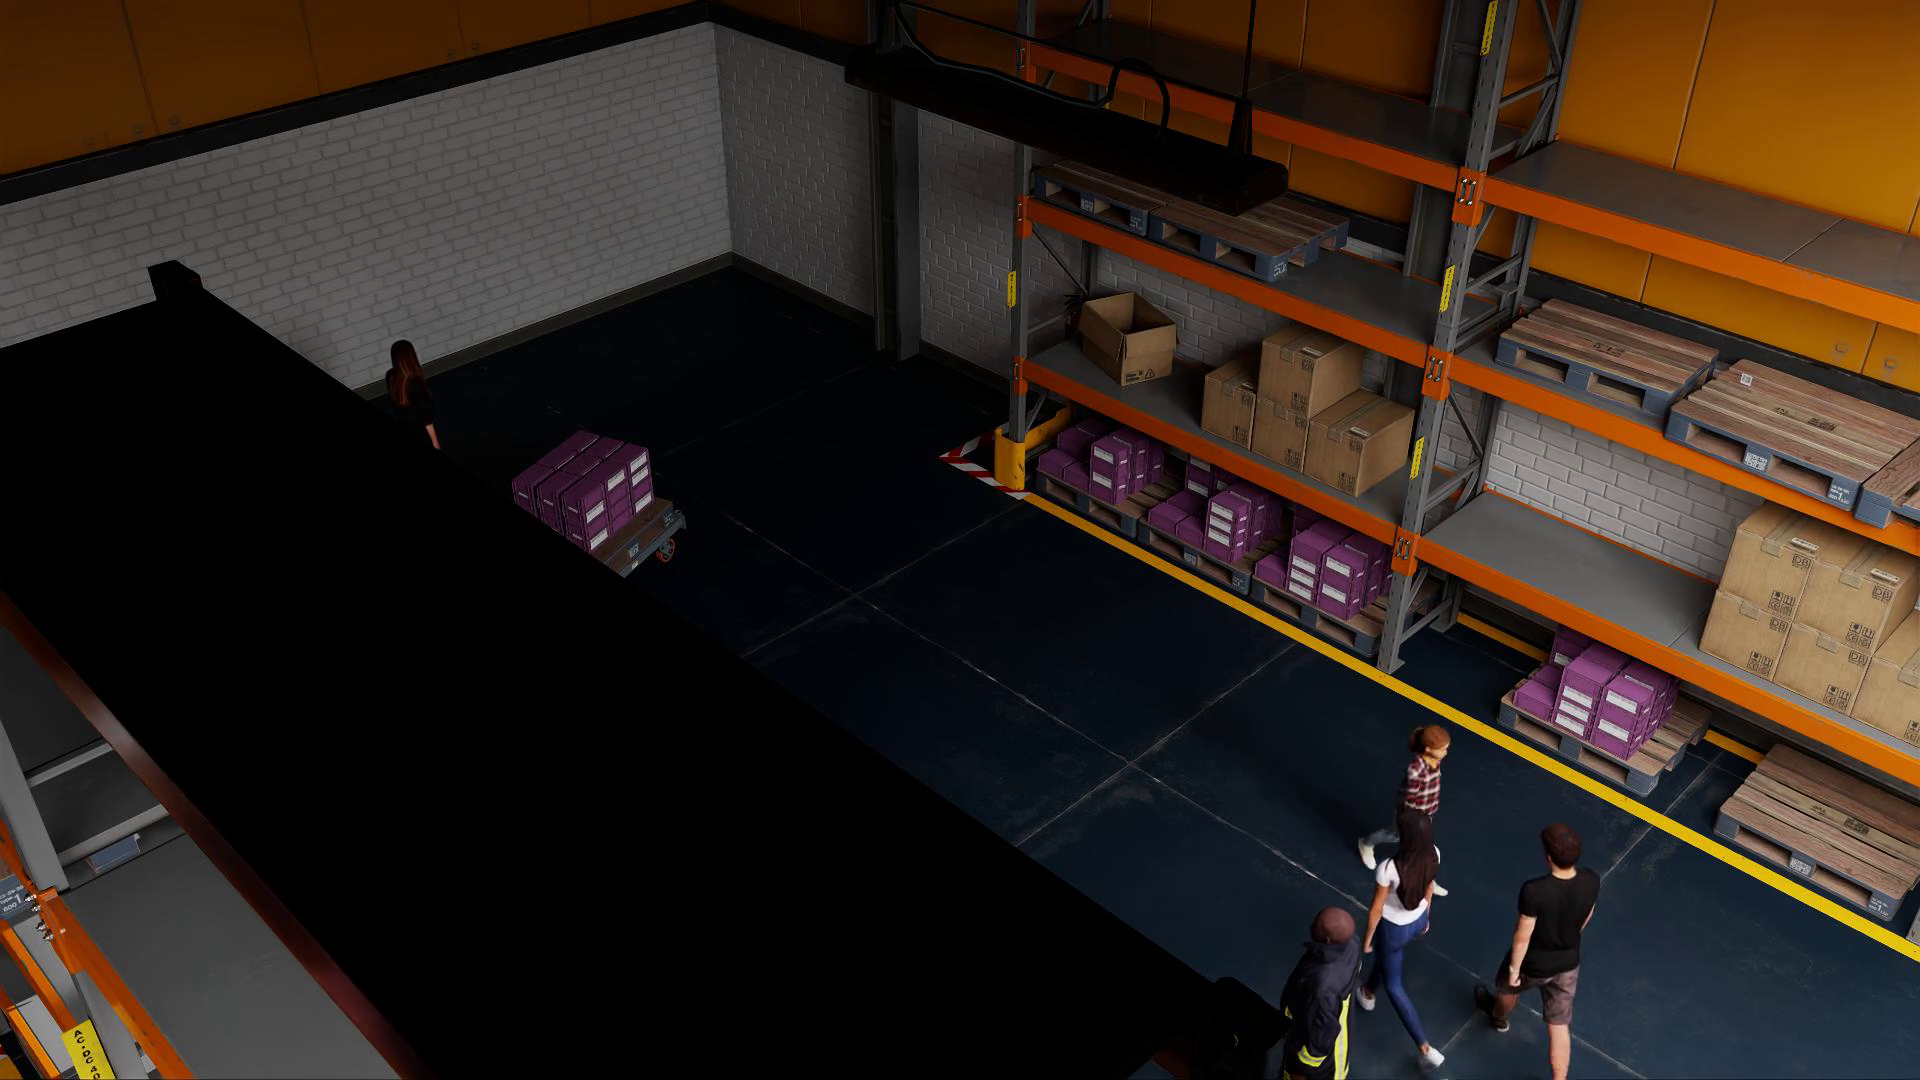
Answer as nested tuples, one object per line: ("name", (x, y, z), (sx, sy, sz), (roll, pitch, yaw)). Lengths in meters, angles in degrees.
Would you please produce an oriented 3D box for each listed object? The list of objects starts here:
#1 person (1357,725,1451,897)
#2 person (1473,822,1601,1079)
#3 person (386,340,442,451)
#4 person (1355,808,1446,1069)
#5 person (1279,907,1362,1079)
("person", (2.909, 1.704, 10.865), (0.551, 1.295, 0.904), (-23, 40, -31))
("person", (3.330, 2.408, 9.319), (1.144, 1.833, 1.305), (-2, 34, -4))
("person", (-4.756, -0.949, 14.479), (0.505, 1.712, 0.681), (23, 40, 30))
("person", (2.586, 2.300, 9.561), (0.798, 1.746, 1.179), (-18, 37, -24))
("person", (1.930, 2.644, 8.974), (0.795, 1.821, 0.832), (15, 37, 22))
